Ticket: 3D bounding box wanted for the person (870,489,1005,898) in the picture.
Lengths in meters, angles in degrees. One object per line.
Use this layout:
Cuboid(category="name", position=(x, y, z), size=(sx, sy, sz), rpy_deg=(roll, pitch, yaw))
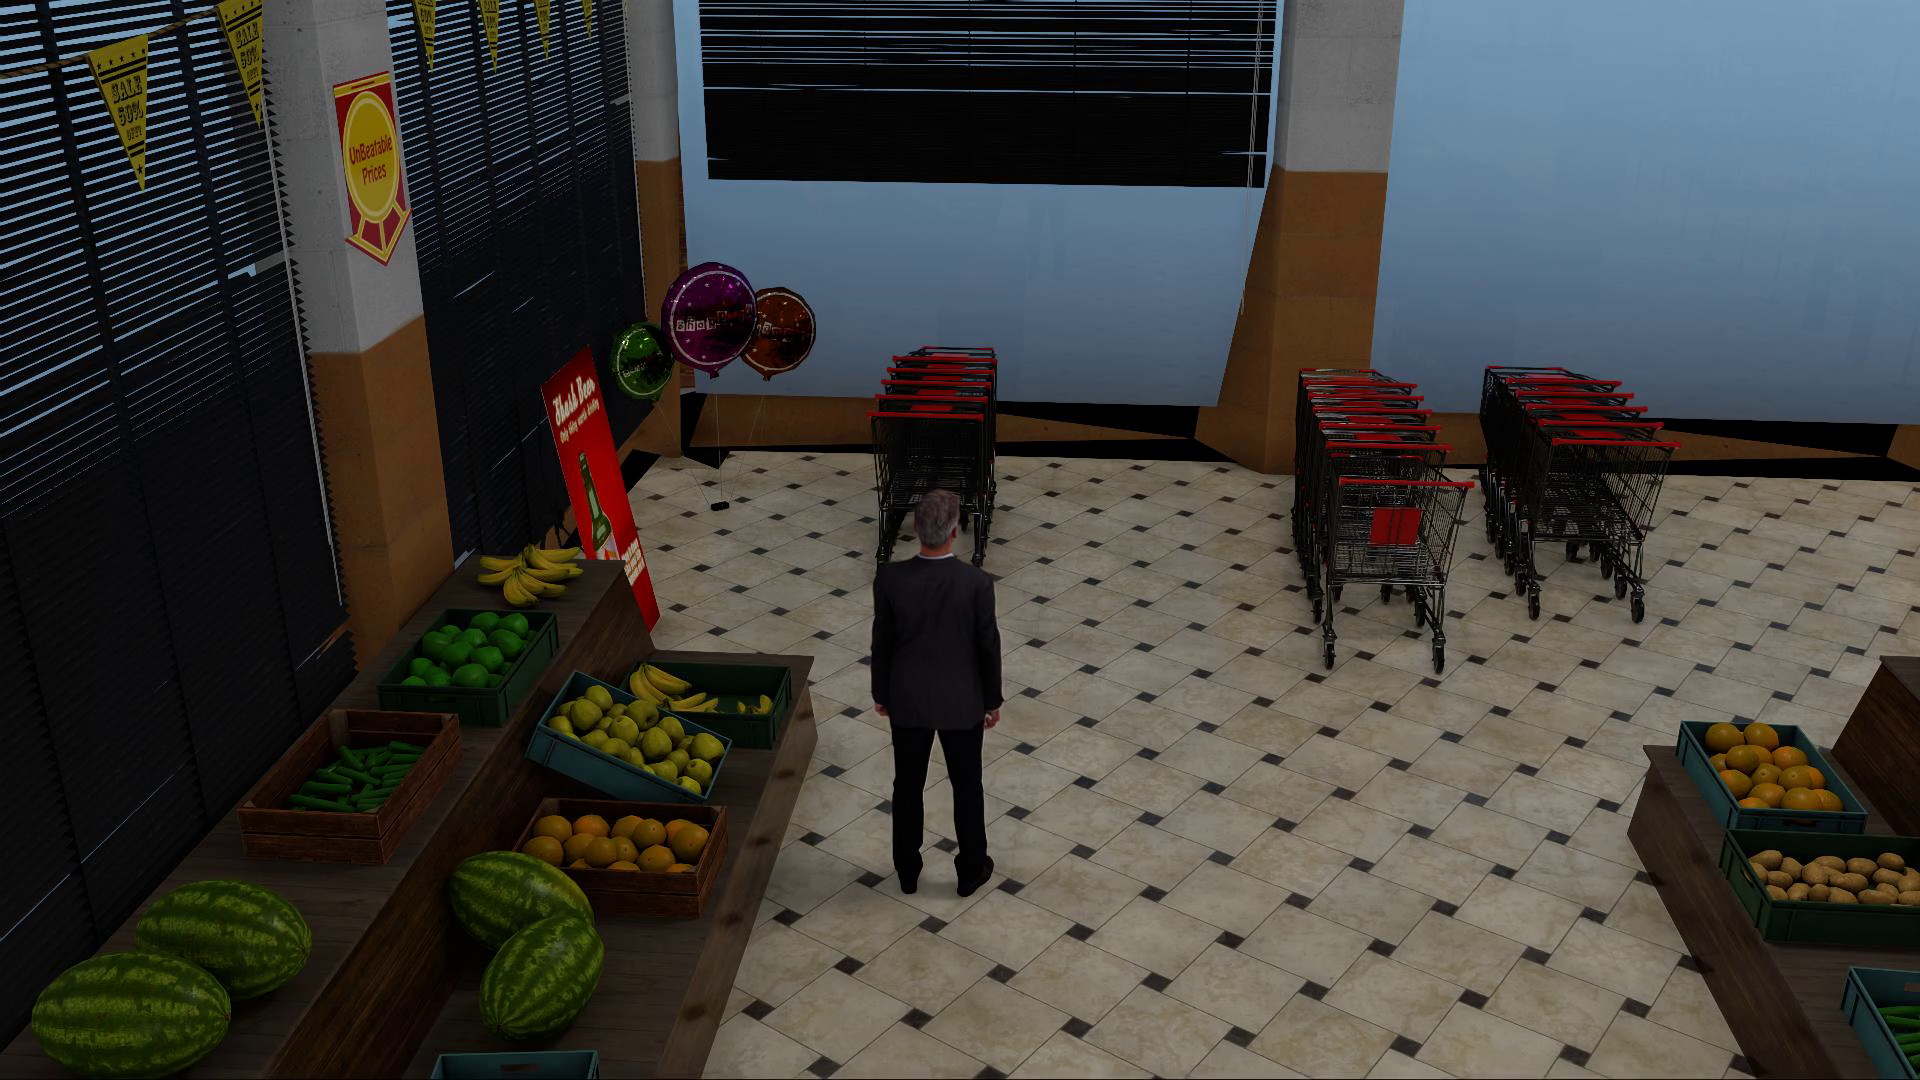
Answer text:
Cuboid(category="person", position=(-0.099, 0.654, 7.029), size=(0.726, 1.840, 0.575), rpy_deg=(3, 22, 7))
